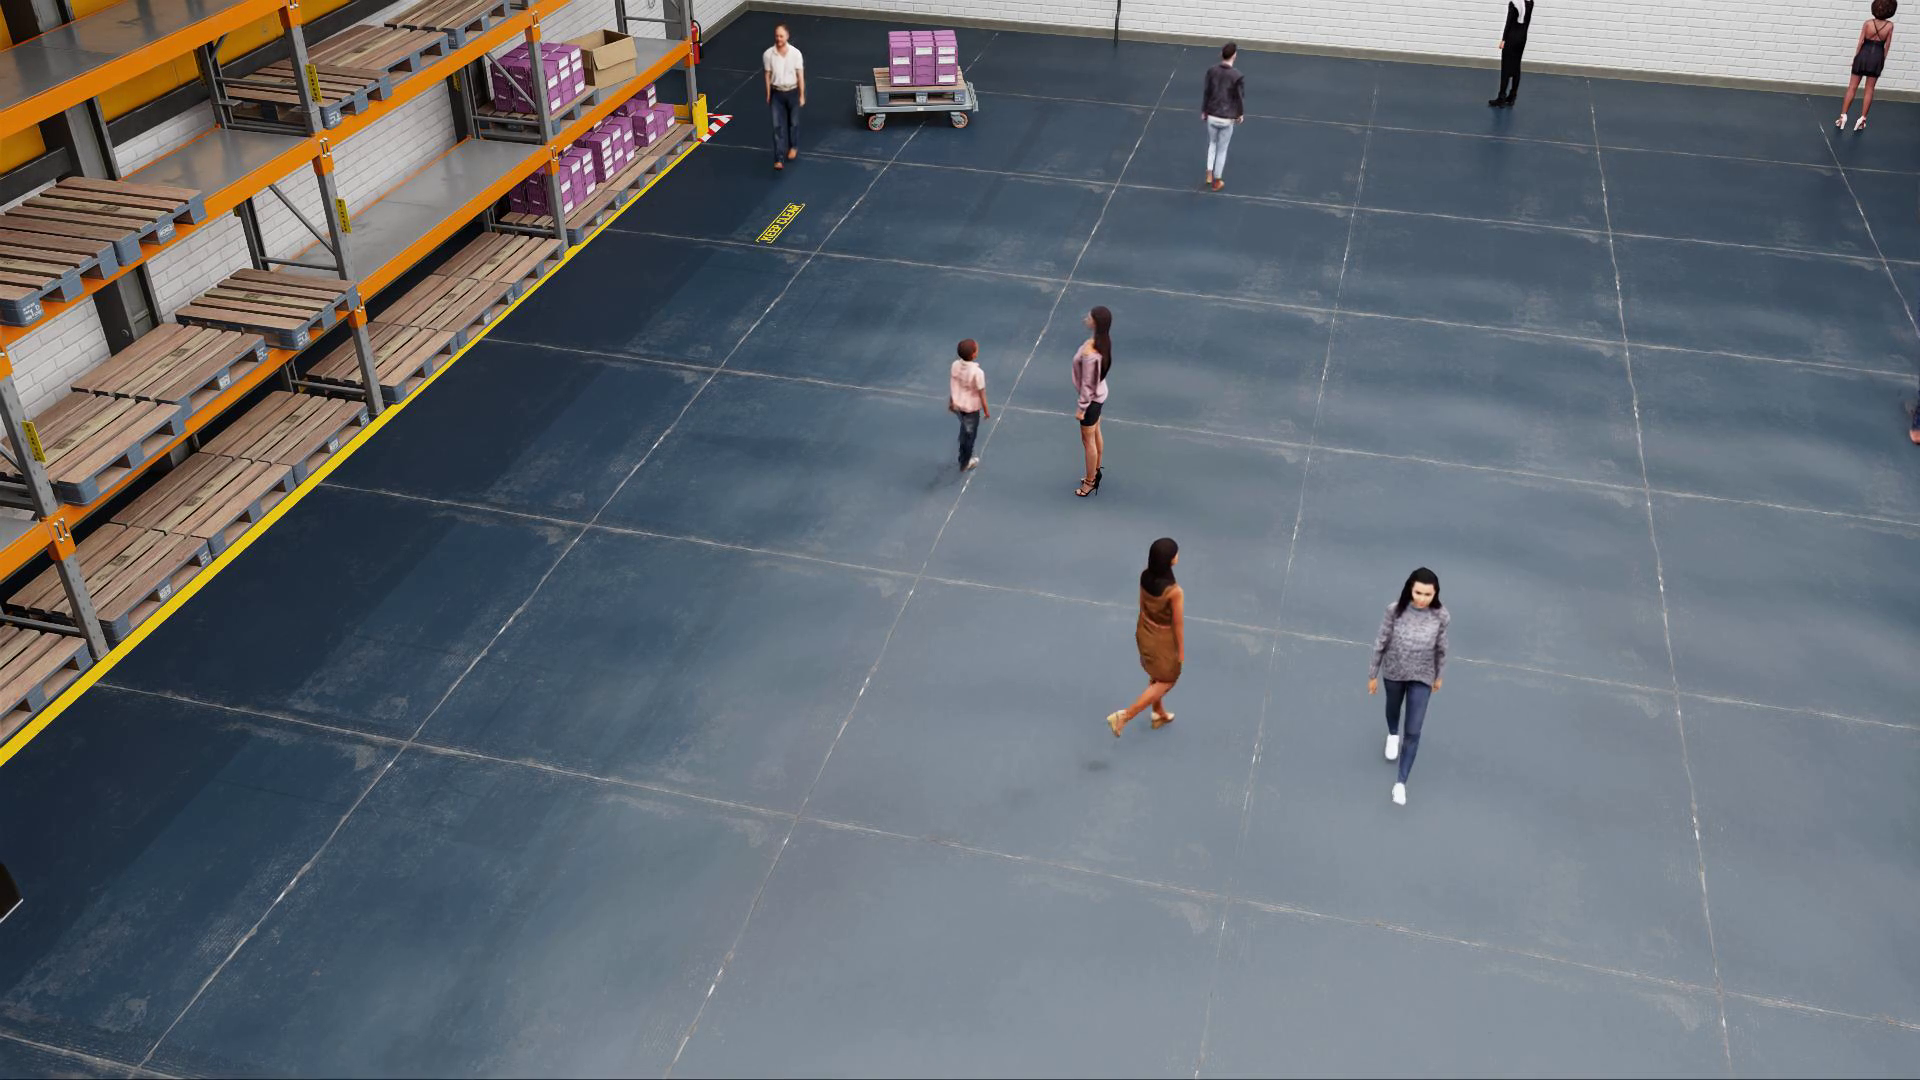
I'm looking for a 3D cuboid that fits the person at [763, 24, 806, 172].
[{"bbox_3d":[-2.197,-5.679,21.206,0.826,1.804,1.270,3,34,4],"label":"person"}]

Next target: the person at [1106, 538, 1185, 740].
[{"bbox_3d":[1.342,0.745,11.659,0.970,1.673,0.899,-19,38,-27],"label":"person"}]

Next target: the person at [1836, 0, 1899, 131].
[{"bbox_3d":[12.175,-6.389,22.286,0.579,1.790,0.574,14,36,20],"label":"person"}]

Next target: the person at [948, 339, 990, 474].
[{"bbox_3d":[0.021,-1.190,14.908,0.602,1.299,0.631,23,40,31],"label":"person"}]

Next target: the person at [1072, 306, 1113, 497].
[{"bbox_3d":[1.156,-1.207,14.471,0.693,1.811,0.490,12,35,17],"label":"person"}]

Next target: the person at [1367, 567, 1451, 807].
[{"bbox_3d":[3.089,0.873,11.448,0.698,1.695,1.100,11,35,16],"label":"person"}]

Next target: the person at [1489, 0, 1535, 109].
[{"bbox_3d":[7.710,-6.908,23.079,0.667,1.777,0.730,-18,38,-25],"label":"person"}]

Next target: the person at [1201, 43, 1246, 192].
[{"bbox_3d":[3.177,-5.158,20.404,0.731,1.822,0.679,17,37,23],"label":"person"}]
